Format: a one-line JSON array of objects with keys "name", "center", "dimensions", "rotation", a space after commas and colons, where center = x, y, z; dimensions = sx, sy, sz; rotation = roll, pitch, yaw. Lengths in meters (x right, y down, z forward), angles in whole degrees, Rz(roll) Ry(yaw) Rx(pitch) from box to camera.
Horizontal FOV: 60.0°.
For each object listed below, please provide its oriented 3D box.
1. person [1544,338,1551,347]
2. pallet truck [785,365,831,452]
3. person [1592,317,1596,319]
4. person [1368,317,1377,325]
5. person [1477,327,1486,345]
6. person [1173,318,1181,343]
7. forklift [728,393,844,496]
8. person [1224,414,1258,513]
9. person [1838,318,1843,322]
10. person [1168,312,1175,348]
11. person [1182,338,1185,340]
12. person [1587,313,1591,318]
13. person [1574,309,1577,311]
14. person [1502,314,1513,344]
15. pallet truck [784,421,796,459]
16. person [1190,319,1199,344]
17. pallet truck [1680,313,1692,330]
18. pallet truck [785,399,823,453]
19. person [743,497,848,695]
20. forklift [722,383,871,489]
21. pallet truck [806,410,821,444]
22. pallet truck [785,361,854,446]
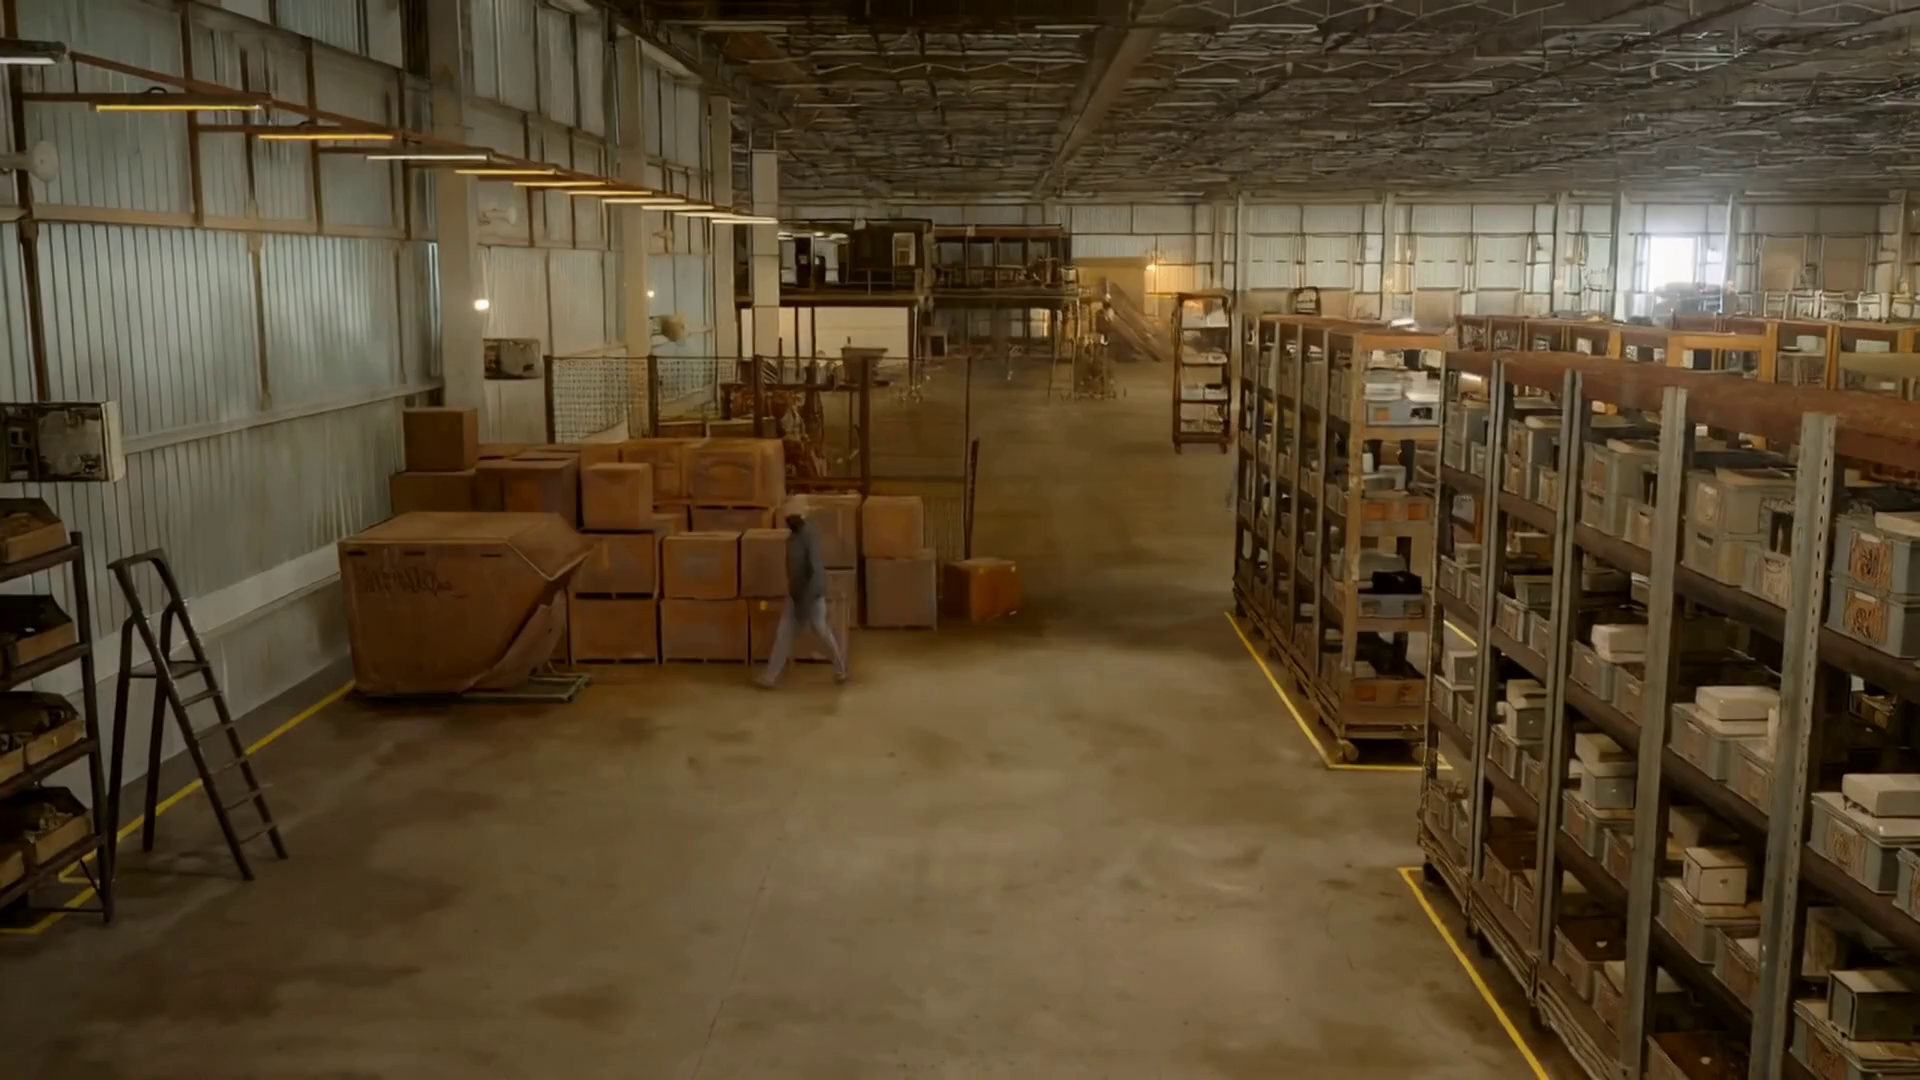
[{"name": "person", "center": [19.938, -5.936, 56.404], "dimensions": [0.404, 1.832, 0.600], "rotation": [8, 12, 42]}, {"name": "pallet truck", "center": [-3.774, -2.976, 37.635], "dimensions": [1.885, 1.965, 0.823], "rotation": [1, 9, 5]}, {"name": "person", "center": [29.152, -9.321, 76.645], "dimensions": [1.026, 2.000, 0.692], "rotation": [5, 11, 29]}, {"name": "person", "center": [19.893, -9.835, 80.308], "dimensions": [0.574, 1.881, 0.357], "rotation": [1, 9, 7]}, {"name": "person", "center": [24.160, -9.281, 76.756], "dimensions": [0.545, 1.925, 0.571], "rotation": [-3, 10, -18]}, {"name": "person", "center": [10.525, -9.830, 80.383], "dimensions": [0.506, 1.846, 0.349], "rotation": [-6, 11, -34]}, {"name": "forklift", "center": [-2.979, -1.316, 26.476], "dimensions": [2.680, 1.987, 1.157], "rotation": [0, 9, 1]}, {"name": "person", "center": [4.805, -1.272, 27.995], "dimensions": [0.537, 1.725, 0.920], "rotation": [-6, 11, -33]}, {"name": "person", "center": [41.319, -9.478, 78.143], "dimensions": [0.528, 1.869, 0.313], "rotation": [4, 10, 25]}, {"name": "person", "center": [11.348, -11.137, 88.234], "dimensions": [0.370, 1.913, 0.597], "rotation": [-4, 10, -25]}, {"name": "person", "center": [12.912, -12.525, 97.046], "dimensions": [0.847, 1.829, 0.532], "rotation": [-5, 10, -27]}, {"name": "person", "center": [32.279, -10.695, 85.461], "dimensions": [0.587, 1.930, 0.359], "rotation": [9, 13, 43]}, {"name": "person", "center": [34.272, -11.897, 92.853], "dimensions": [0.357, 1.936, 0.551], "rotation": [2, 9, 14]}, {"name": "person", "center": [28.629, -10.901, 86.986], "dimensions": [0.584, 1.856, 0.892], "rotation": [6, 11, 31]}, {"name": "pallet truck", "center": [-4.013, -1.793, 32.705], "dimensions": [1.601, 1.201, 0.680], "rotation": [0, 9, 1]}, {"name": "person", "center": [13.134, -11.889, 92.779], "dimensions": [0.615, 1.942, 0.408], "rotation": [5, 11, 29]}, {"name": "pallet truck", "center": [36.315, -10.531, 84.244], "dimensions": [0.823, 1.965, 1.885], "rotation": [-6, 11, -33]}, {"name": "pallet truck", "center": [-3.814, -2.432, 36.419], "dimensions": [1.630, 1.274, 0.653], "rotation": [0, 9, 1]}, {"name": "person", "center": [-1.553, 0.546, 16.104], "dimensions": [1.051, 1.928, 0.634], "rotation": [-7, 12, -37]}, {"name": "forklift", "center": [-2.893, -1.687, 28.729], "dimensions": [2.680, 1.987, 1.157], "rotation": [0, 9, -1]}, {"name": "pallet truck", "center": [-3.559, -2.018, 33.905], "dimensions": [1.522, 1.261, 0.704], "rotation": [0, 9, -1]}, {"name": "pallet truck", "center": [-3.410, -3.193, 38.978], "dimensions": [1.885, 1.965, 0.823], "rotation": [0, 9, -1]}]
